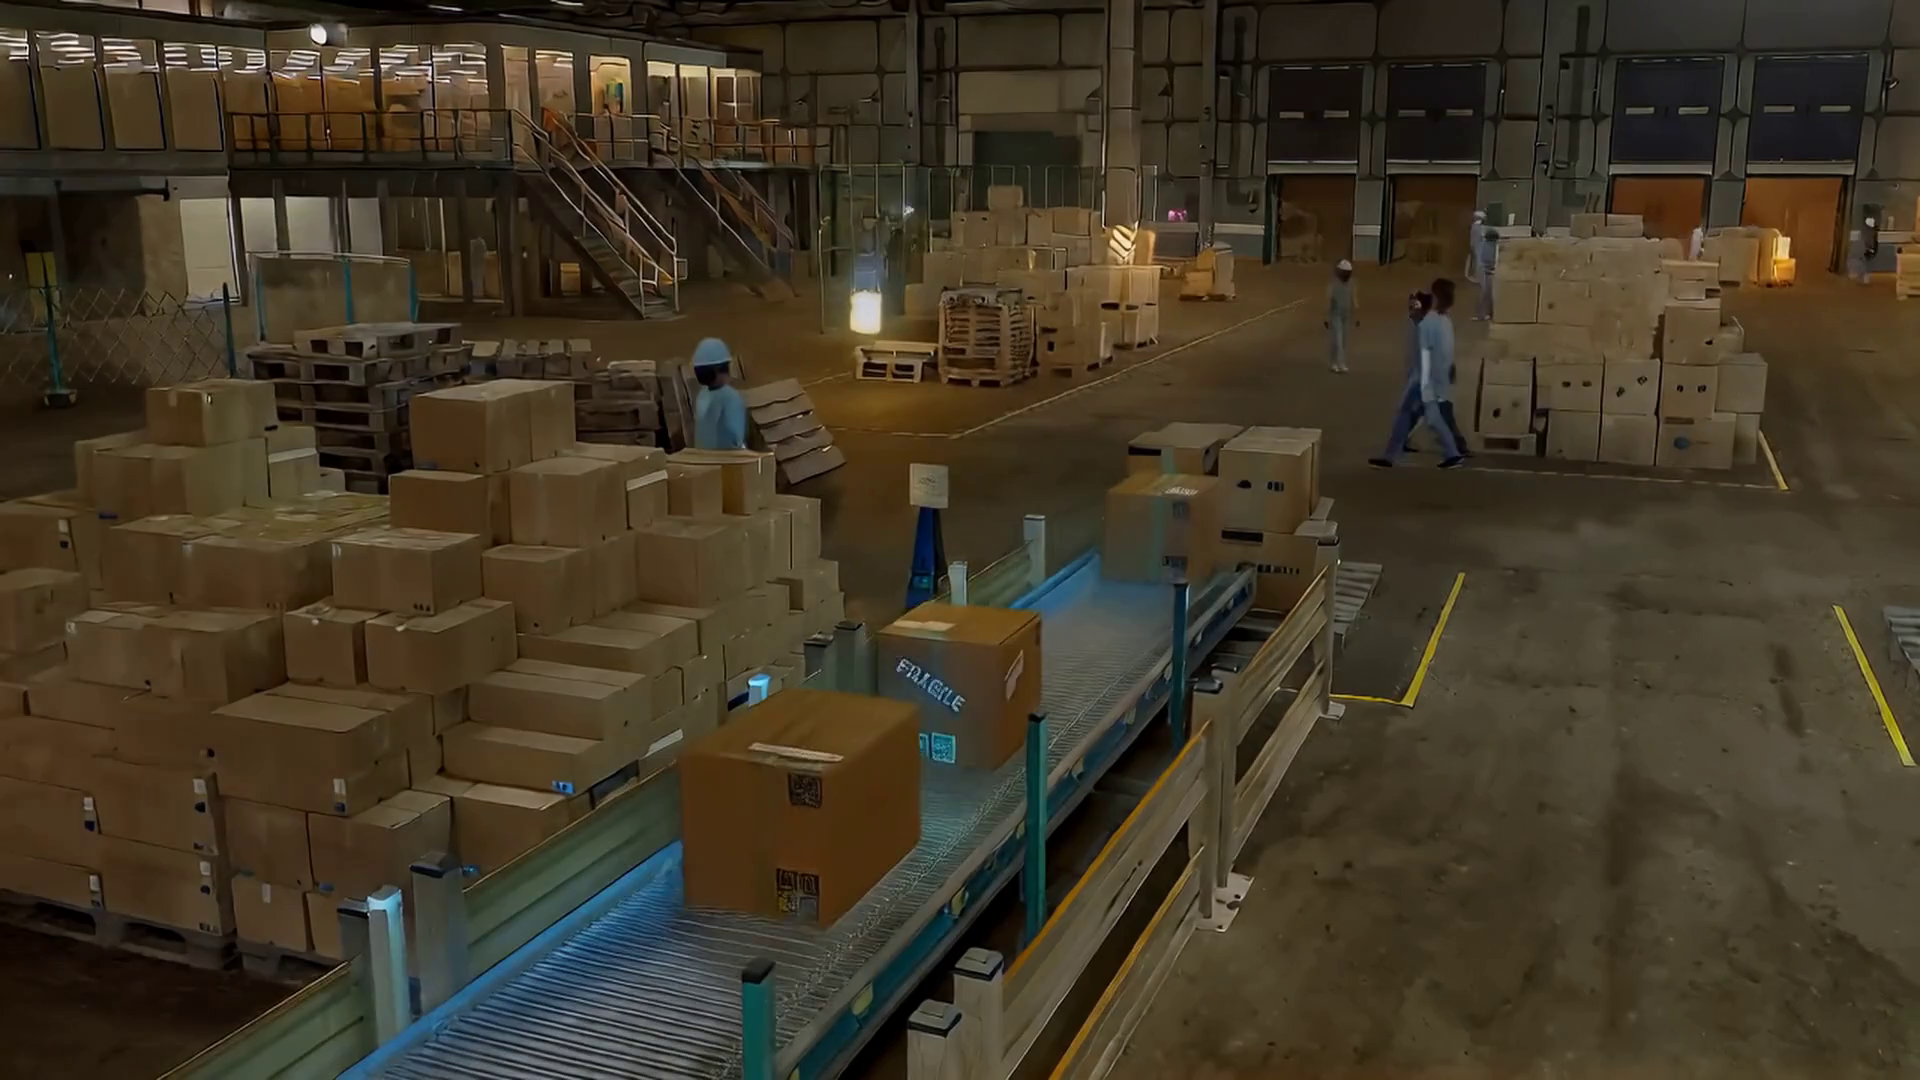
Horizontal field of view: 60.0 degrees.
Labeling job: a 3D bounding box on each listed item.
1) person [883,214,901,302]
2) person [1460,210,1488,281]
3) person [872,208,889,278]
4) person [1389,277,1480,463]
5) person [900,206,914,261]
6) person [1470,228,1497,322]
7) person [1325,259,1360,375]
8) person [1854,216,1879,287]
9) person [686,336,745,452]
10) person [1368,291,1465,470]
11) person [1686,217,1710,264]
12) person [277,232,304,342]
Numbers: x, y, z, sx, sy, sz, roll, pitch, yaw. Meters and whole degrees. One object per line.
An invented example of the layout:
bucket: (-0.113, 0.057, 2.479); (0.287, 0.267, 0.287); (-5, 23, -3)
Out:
person: (-1.554, -6.463, 38.182); (0.398, 1.989, 0.621); (-3, 13, -13)
person: (14.125, -7.984, 45.193); (0.991, 1.898, 0.631); (4, 13, 18)
person: (-2.215, -8.338, 46.718); (0.545, 1.938, 0.361); (3, 13, 14)
person: (4.967, -1.788, 17.397); (1.000, 1.916, 0.620); (8, 15, 31)
person: (-1.881, -10.219, 55.480); (0.874, 1.787, 0.656); (6, 14, 24)
person: (10.476, -5.283, 33.171); (0.565, 1.865, 0.718); (-7, 14, -30)
person: (5.706, -3.333, 24.828); (0.500, 1.690, 0.956); (-3, 13, -12)
person: (23.539, -7.489, 43.159); (0.650, 1.828, 0.495); (-8, 15, -34)
person: (-1.606, -0.467, 11.497); (0.902, 1.906, 0.544); (-7, 14, -28)
person: (4.708, -1.607, 16.853); (0.933, 1.814, 0.537); (6, 14, 25)
person: (18.518, -7.137, 41.598); (0.968, 1.823, 0.519); (1, 13, 5)
person: (-11.816, -4.454, 29.342); (0.592, 1.920, 0.392); (12, 17, 43)
